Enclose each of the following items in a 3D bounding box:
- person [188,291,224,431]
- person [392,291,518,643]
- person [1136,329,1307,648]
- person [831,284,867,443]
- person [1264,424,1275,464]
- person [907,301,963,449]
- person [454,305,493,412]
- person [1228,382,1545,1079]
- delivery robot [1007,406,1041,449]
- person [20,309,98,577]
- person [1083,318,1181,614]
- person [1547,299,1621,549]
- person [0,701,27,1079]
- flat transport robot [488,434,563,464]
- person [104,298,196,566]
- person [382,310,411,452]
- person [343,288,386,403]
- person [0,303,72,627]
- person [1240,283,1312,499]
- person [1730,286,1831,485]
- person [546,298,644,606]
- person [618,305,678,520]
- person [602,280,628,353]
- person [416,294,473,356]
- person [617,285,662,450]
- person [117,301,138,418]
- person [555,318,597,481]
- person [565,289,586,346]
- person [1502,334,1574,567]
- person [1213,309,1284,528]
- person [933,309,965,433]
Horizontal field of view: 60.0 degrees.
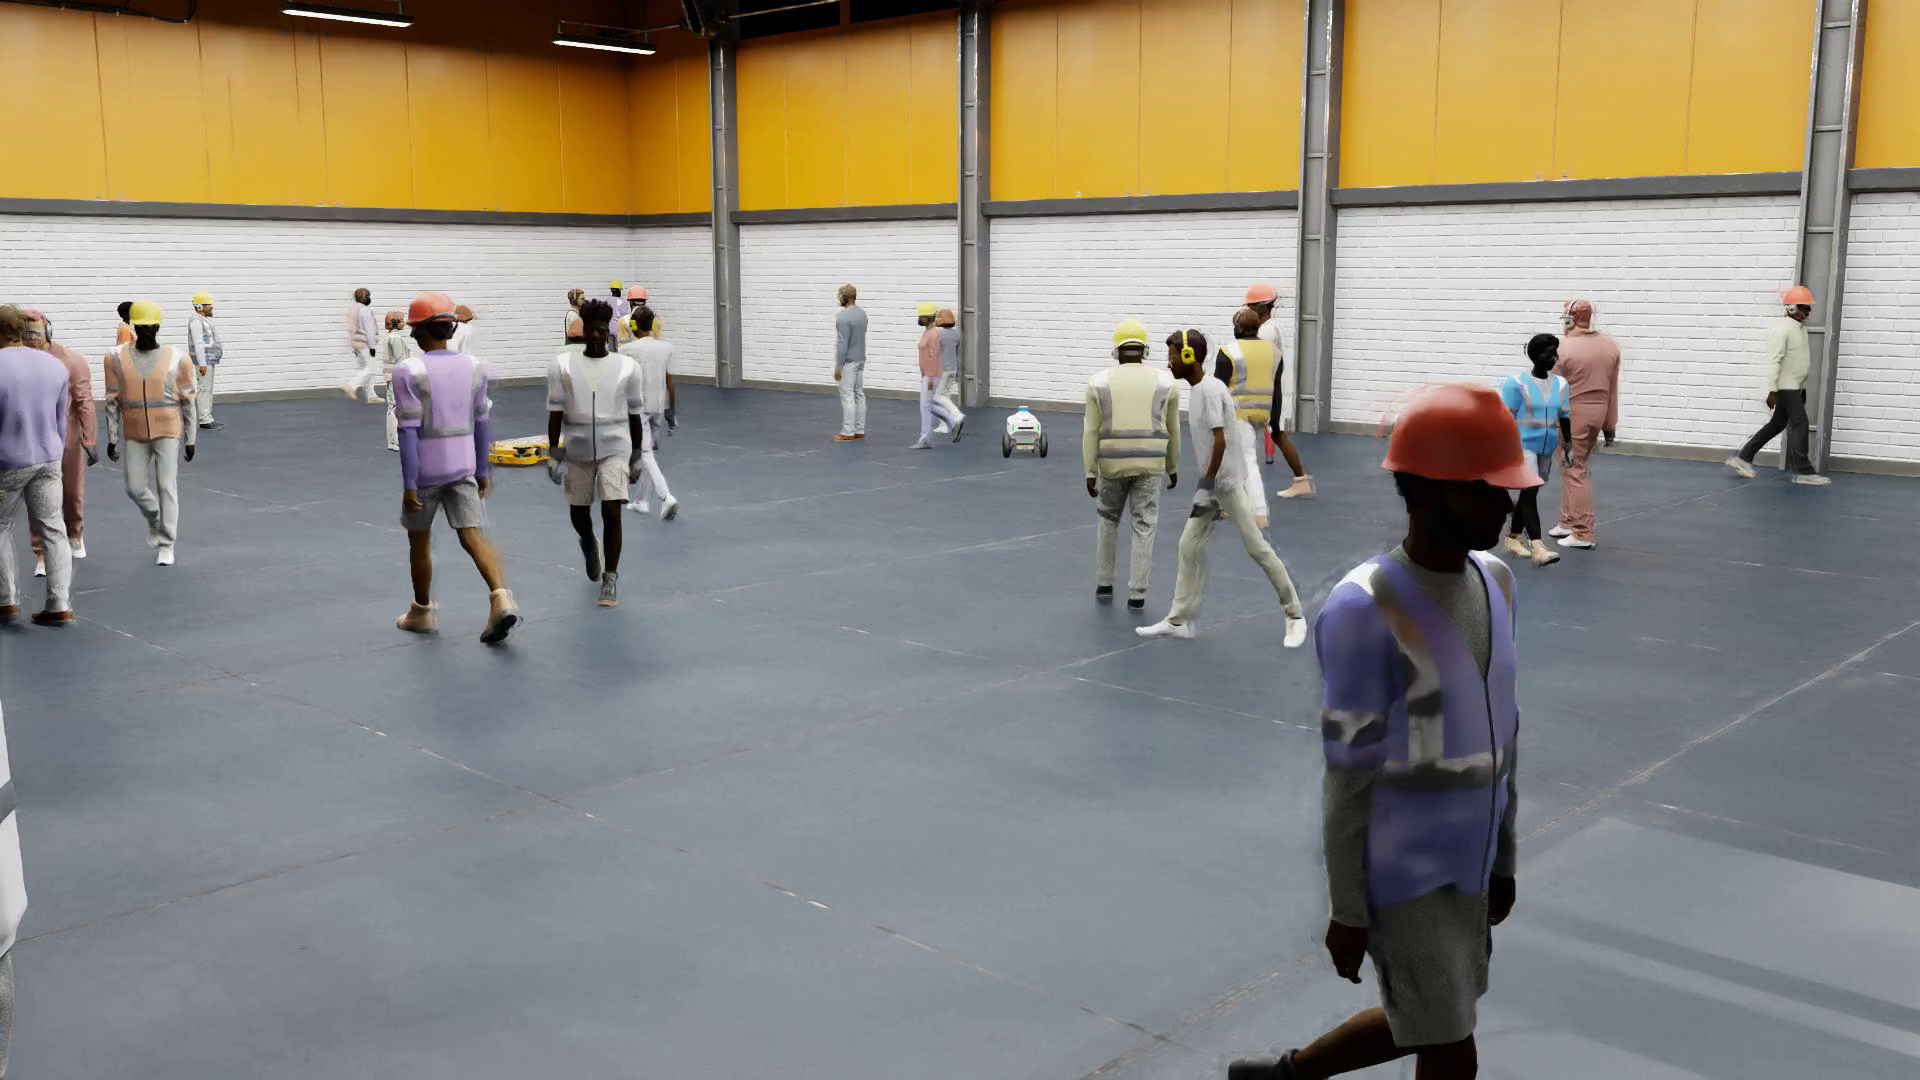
[{"bbox_3d":[-9.920,-2.356,21.891,0.404,1.830,0.602,-3,10,-16],"label":"person"},{"bbox_3d":[-2.899,-0.410,9.455,0.994,2.008,0.621,8,12,40],"label":"person"},{"bbox_3d":[1.542,-0.296,9.440,0.952,1.793,0.598,-1,9,-8],"label":"person"},{"bbox_3d":[-1.344,-2.153,20.340,0.385,1.937,0.658,4,10,23],"label":"person"},{"bbox_3d":[3.240,-1.700,18.080,0.524,1.769,0.308,-1,9,-5],"label":"person"},{"bbox_3d":[-0.289,-1.929,19.568,0.638,1.745,0.528,-2,10,-14],"label":"person"},{"bbox_3d":[-6.905,-2.498,23.434,0.431,1.622,0.504,-5,10,-27],"label":"person"},{"bbox_3d":[0.887,0.623,3.407,0.552,1.912,0.826,-8,12,-40],"label":"person"},{"bbox_3d":[0.722,-1.277,18.882,0.477,0.478,0.707,0,10,-2],"label":"delivery robot"},{"bbox_3d":[-6.467,-0.716,11.814,0.650,1.862,0.966,-4,10,-21],"label":"person"},{"bbox_3d":[1.071,-0.471,10.396,0.607,1.806,0.700,1,9,5],"label":"person"},{"bbox_3d":[4.654,-0.893,12.750,0.670,1.881,0.749,-4,10,-24],"label":"person"},{"bbox_3d":[-1.836,0.693,2.881,0.374,1.935,0.552,-3,10,-16],"label":"person"},{"bbox_3d":[-4.639,-1.021,18.481,0.652,0.197,1.431,4,10,25],"label":"flat transport robot"},{"bbox_3d":[-5.830,-0.786,12.020,0.611,1.912,0.579,-2,10,-14],"label":"person"},{"bbox_3d":[-6.548,-1.844,19.346,0.307,1.639,0.525,-6,11,-32],"label":"person"},{"bbox_3d":[-9.394,-3.045,26.126,0.608,1.830,0.640,-7,12,-38],"label":"person"},{"bbox_3d":[-5.604,-0.437,9.873,0.757,1.911,0.628,6,11,31],"label":"person"},{"bbox_3d":[2.798,-1.349,15.271,0.989,1.992,0.611,1,9,8],"label":"person"},{"bbox_3d":[8.212,-1.548,16.579,0.981,1.956,0.622,9,13,44],"label":"person"},{"bbox_3d":[-2.337,-0.586,10.717,0.613,1.947,0.818,-1,9,-7],"label":"person"},{"bbox_3d":[-2.663,-1.089,14.181,0.528,1.824,0.942,-8,12,-39],"label":"person"},{"bbox_3d":[-6.336,-3.835,30.706,0.585,1.921,0.392,6,11,31],"label":"person"},{"bbox_3d":[-5.353,-1.625,17.351,0.614,1.846,0.929,-4,10,-23],"label":"person"},{"bbox_3d":[-3.744,-1.997,19.398,0.542,1.932,0.383,-7,12,-37],"label":"person"},{"bbox_3d":[-11.155,-2.354,22.325,0.321,1.689,0.530,-4,10,-24],"label":"person"},{"bbox_3d":[-3.780,-1.400,16.642,0.501,1.631,0.287,-1,9,-6],"label":"person"},{"bbox_3d":[-5.339,-2.579,23.223,0.345,1.847,0.504,-3,10,-15],"label":"person"},{"bbox_3d":[4.169,-0.641,11.913,0.541,1.652,0.848,-3,10,-20],"label":"person"},{"bbox_3d":[2.333,-1.020,13.837,0.644,1.792,0.949,-5,11,-28],"label":"person"},{"bbox_3d":[-0.147,-2.160,21.352,0.550,1.613,0.511,9,13,42],"label":"person"}]
